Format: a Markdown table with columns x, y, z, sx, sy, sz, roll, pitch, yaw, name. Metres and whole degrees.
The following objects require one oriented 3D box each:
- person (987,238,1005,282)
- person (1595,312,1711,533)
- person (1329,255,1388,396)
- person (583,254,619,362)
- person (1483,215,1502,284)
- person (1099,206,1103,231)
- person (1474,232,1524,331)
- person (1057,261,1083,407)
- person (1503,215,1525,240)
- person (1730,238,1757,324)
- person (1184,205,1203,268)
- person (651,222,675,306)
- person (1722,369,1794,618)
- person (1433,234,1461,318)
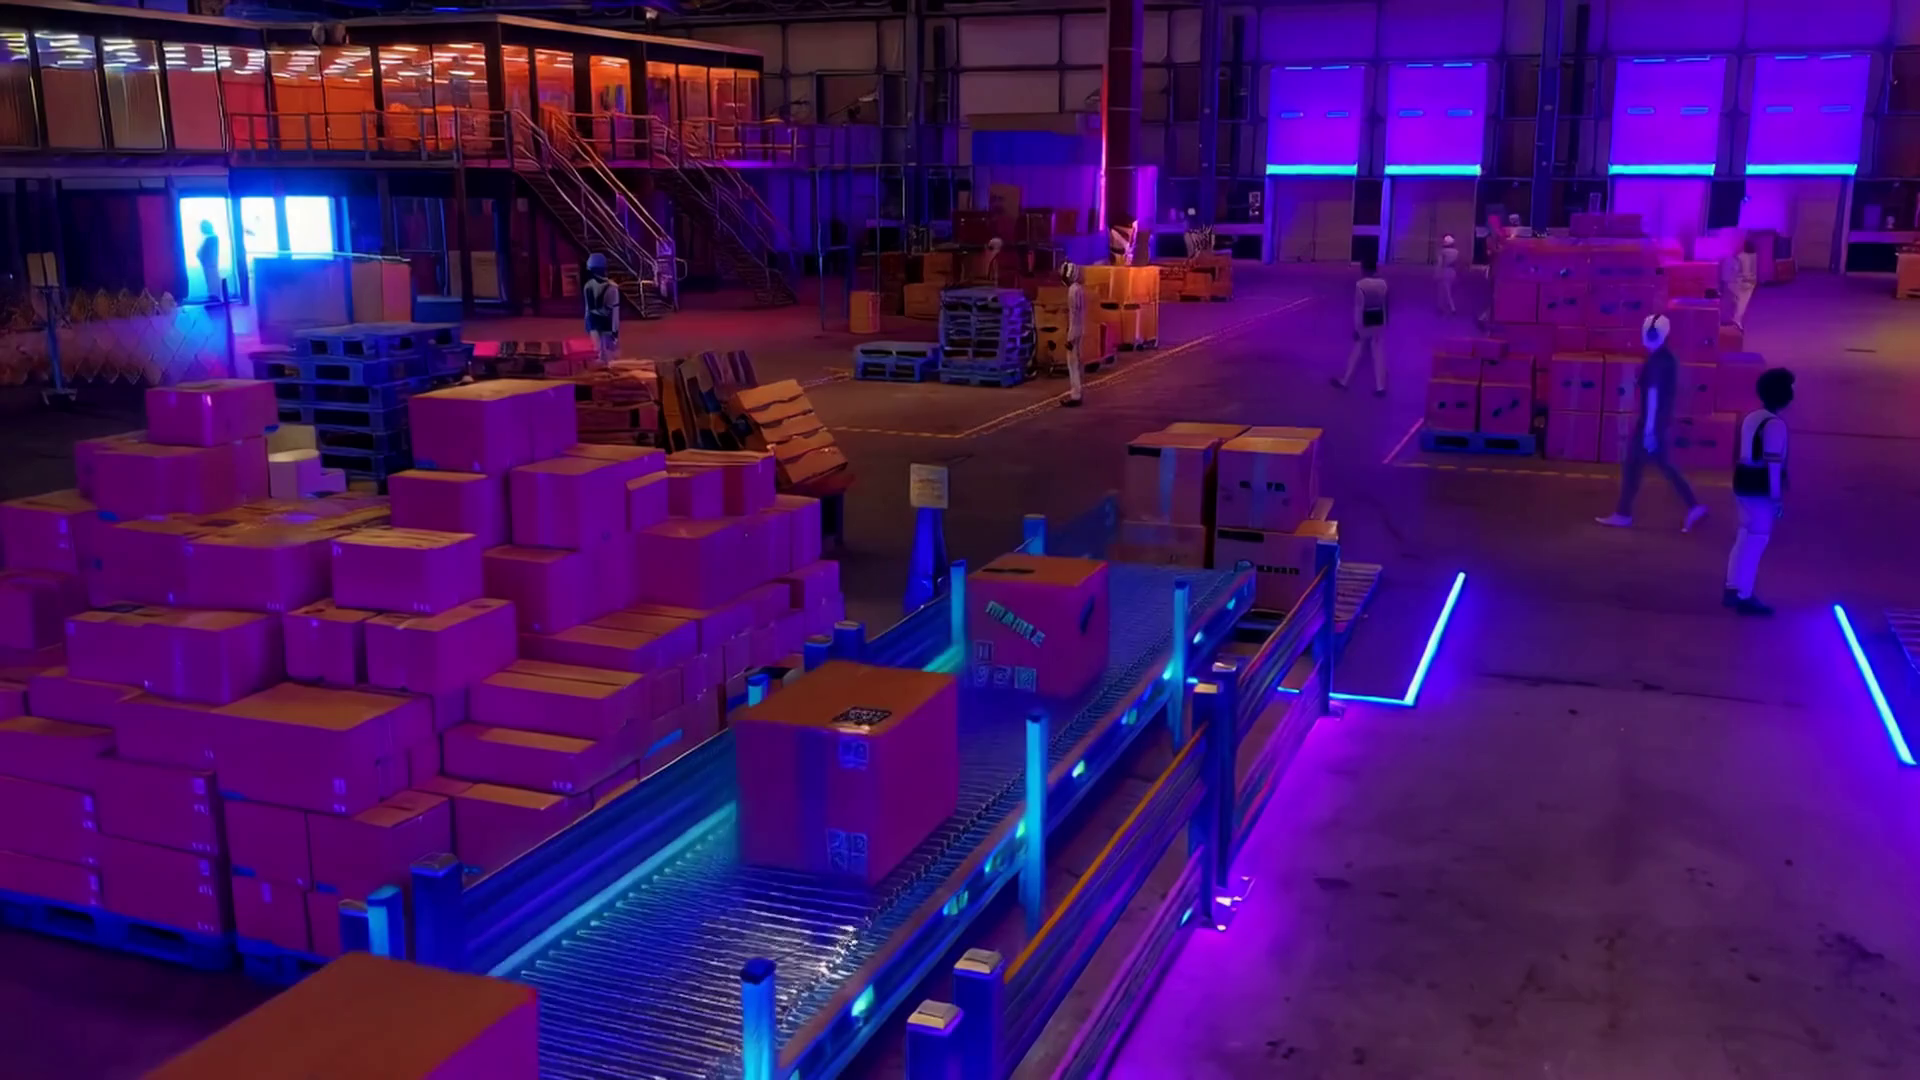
| x | y | z | sx | sy | sz | roll | pitch | yaw | name |
| --- | --- | --- | --- | --- | --- | --- | --- | --- | --- |
| 0.552 | -4.464 | 29.652 | 0.950 | 1.796 | 0.541 | 0 | 13 | -2 | person |
| 5.879 | -0.978 | 13.936 | 0.860 | 1.847 | 0.528 | 12 | 17 | 42 | person |
| 5.462 | -2.905 | 22.492 | 0.594 | 1.873 | 0.958 | -6 | 14 | -25 | person |
| -4.724 | -2.789 | 21.863 | 0.540 | 1.930 | 0.388 | 6 | 14 | 23 | person |
| 14.252 | -7.715 | 44.198 | 0.649 | 1.822 | 0.632 | 9 | 15 | 34 | person |
| 4.555 | -9.803 | 53.224 | 0.823 | 1.972 | 0.622 | 1 | 13 | 3 | person |
| 9.947 | -4.705 | 30.555 | 0.796 | 1.898 | 0.641 | -2 | 13 | -9 | person |
| 1.409 | -2.622 | 21.270 | 0.329 | 1.862 | 0.503 | 1 | 13 | 6 | person |
| 13.707 | -7.108 | 41.292 | 0.932 | 1.909 | 0.628 | -6 | 14 | -26 | person |
| 14.048 | -4.507 | 29.869 | 0.430 | 1.814 | 0.779 | 5 | 14 | 22 | person |
| 7.128 | -9.273 | 50.944 | 0.594 | 1.922 | 0.385 | -3 | 13 | -15 | person |
| -6.430 | -5.968 | 36.209 | 0.584 | 1.882 | 0.347 | 6 | 14 | 25 | person |
| 5.449 | -0.324 | 11.340 | 0.320 | 1.693 | 0.537 | 2 | 13 | 8 | person |
| 10.039 | -5.408 | 34.114 | 0.499 | 1.708 | 0.866 | -6 | 14 | -26 | person |
